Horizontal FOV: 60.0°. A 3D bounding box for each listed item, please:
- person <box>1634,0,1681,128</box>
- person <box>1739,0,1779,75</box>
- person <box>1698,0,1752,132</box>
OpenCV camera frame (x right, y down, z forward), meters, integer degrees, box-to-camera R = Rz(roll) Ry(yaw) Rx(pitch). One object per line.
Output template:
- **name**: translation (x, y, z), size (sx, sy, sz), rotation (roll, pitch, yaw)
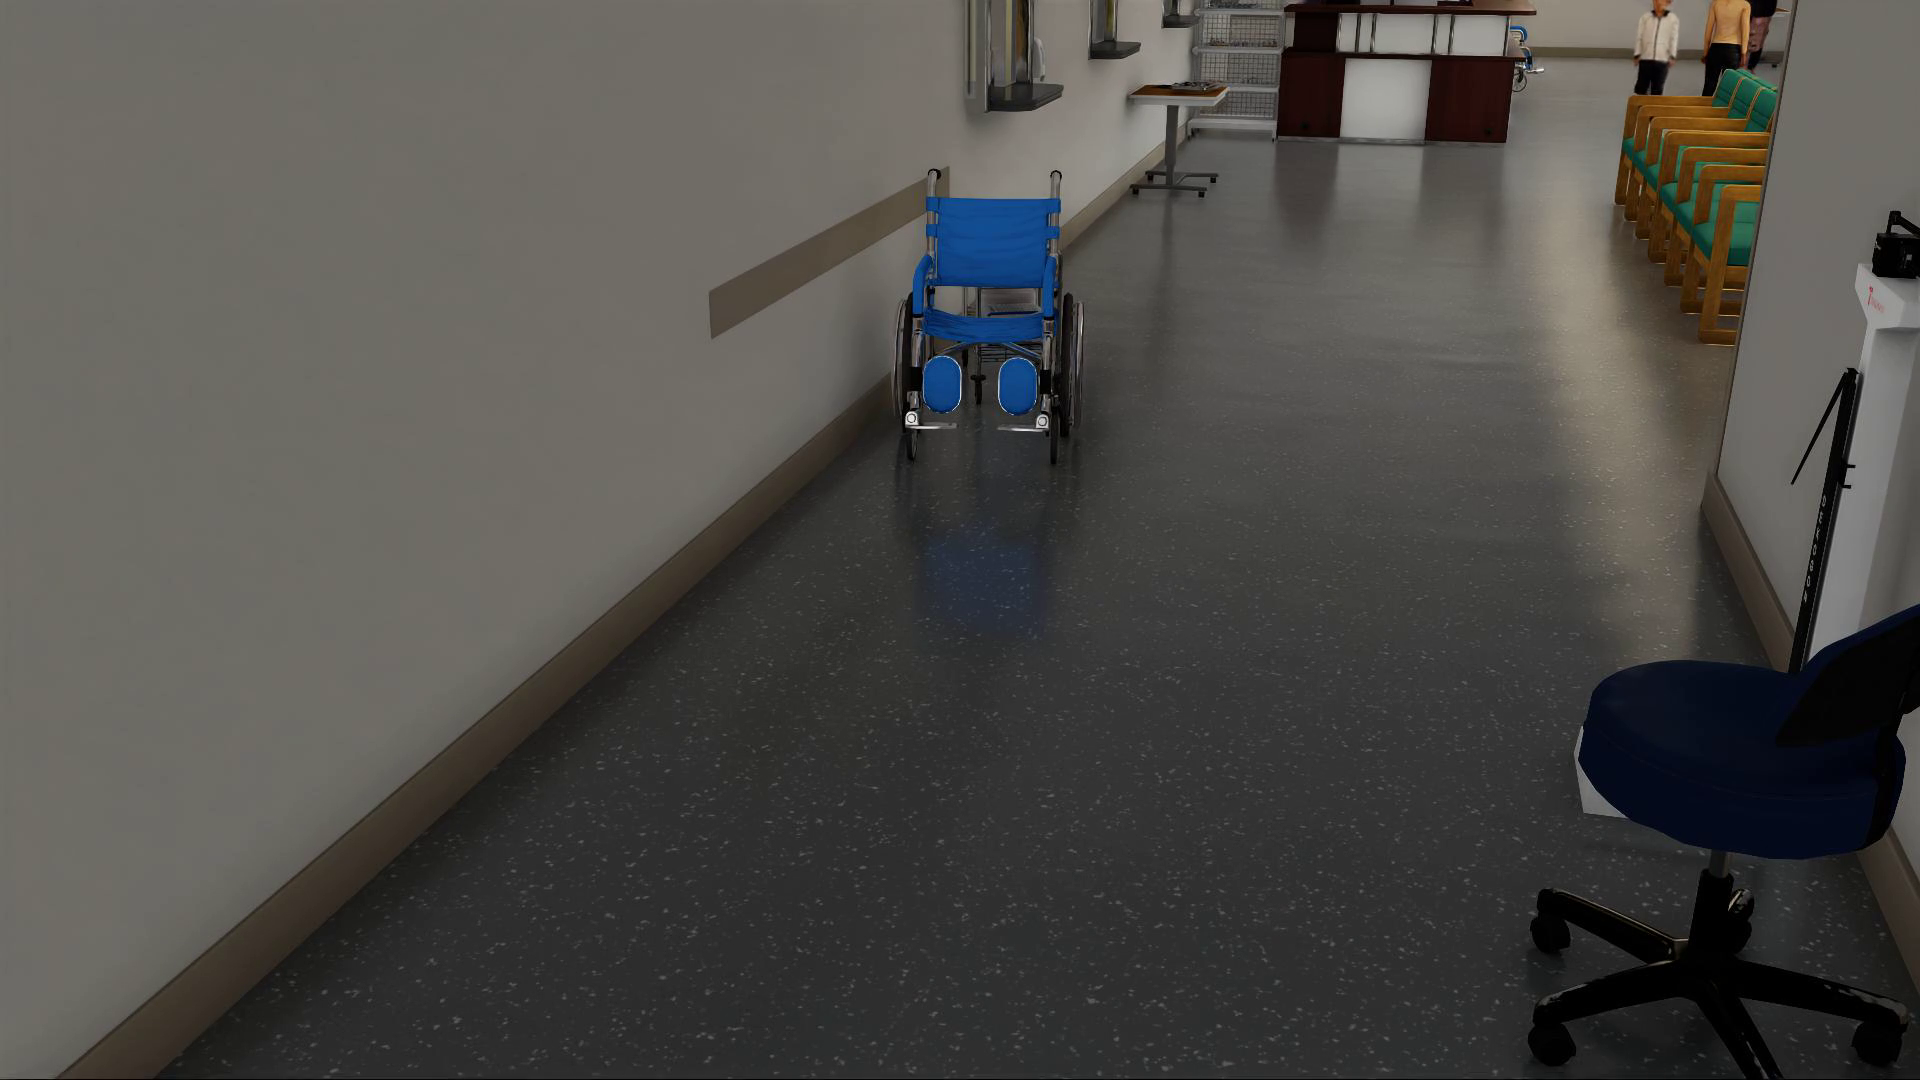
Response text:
- **person**: translation (7.572, -5.232, 18.071), size (0.559, 1.442, 0.698), rotation (9, 23, 23)
- **person**: translation (10.085, -6.601, 21.006), size (0.706, 1.924, 0.760), rotation (12, 24, 29)
- **person**: translation (7.997, -5.095, 17.404), size (0.626, 1.660, 0.748), rotation (16, 26, 37)
